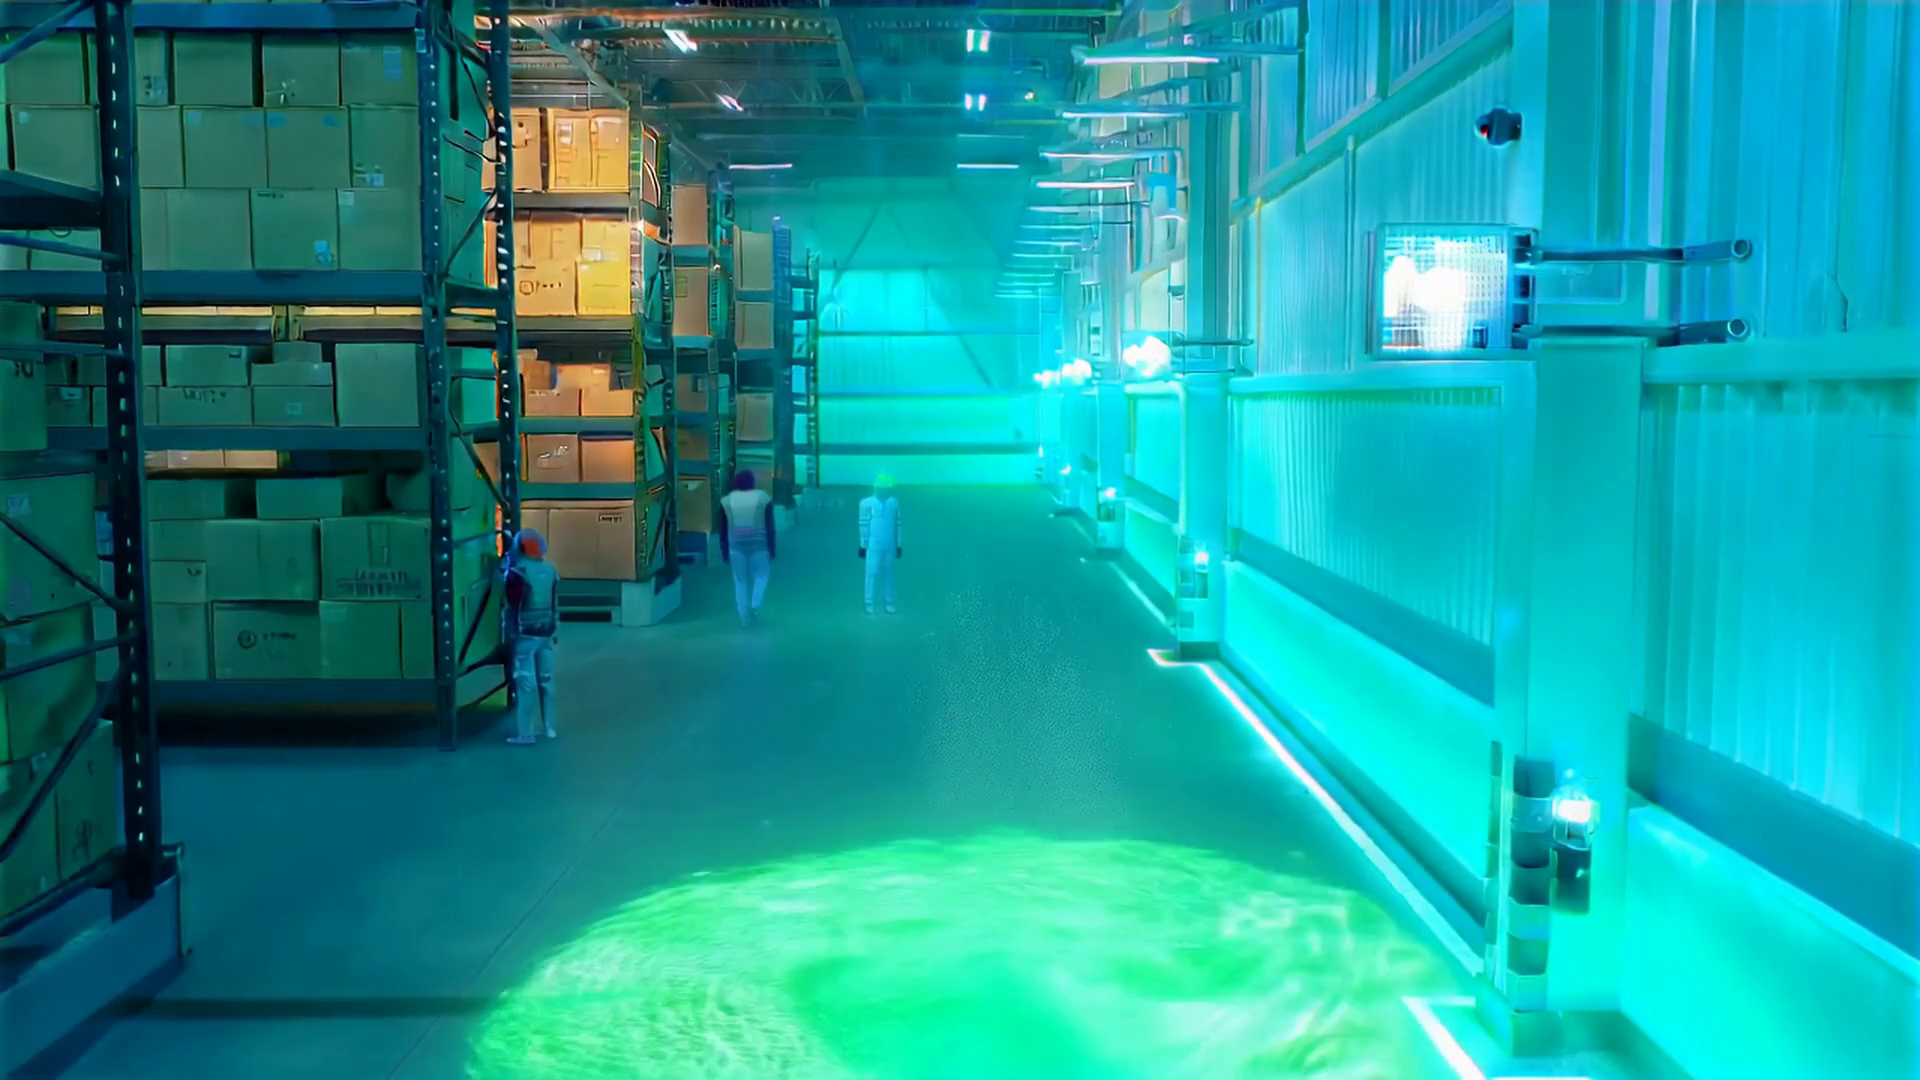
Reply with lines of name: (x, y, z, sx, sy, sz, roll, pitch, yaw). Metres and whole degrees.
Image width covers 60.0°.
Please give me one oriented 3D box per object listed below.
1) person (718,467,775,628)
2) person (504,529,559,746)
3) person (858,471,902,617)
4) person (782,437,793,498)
person: (-2.415, 0.093, 18.845, 0.656, 1.831, 0.429, 0, 5, 2)
person: (-3.227, 0.732, 12.582, 0.312, 1.632, 0.525, 3, 6, 30)
person: (-0.936, 0.051, 19.855, 0.566, 1.744, 0.349, -3, 6, -32)
person: (-3.941, -1.481, 37.776, 0.316, 1.736, 0.486, 1, 5, 10)
